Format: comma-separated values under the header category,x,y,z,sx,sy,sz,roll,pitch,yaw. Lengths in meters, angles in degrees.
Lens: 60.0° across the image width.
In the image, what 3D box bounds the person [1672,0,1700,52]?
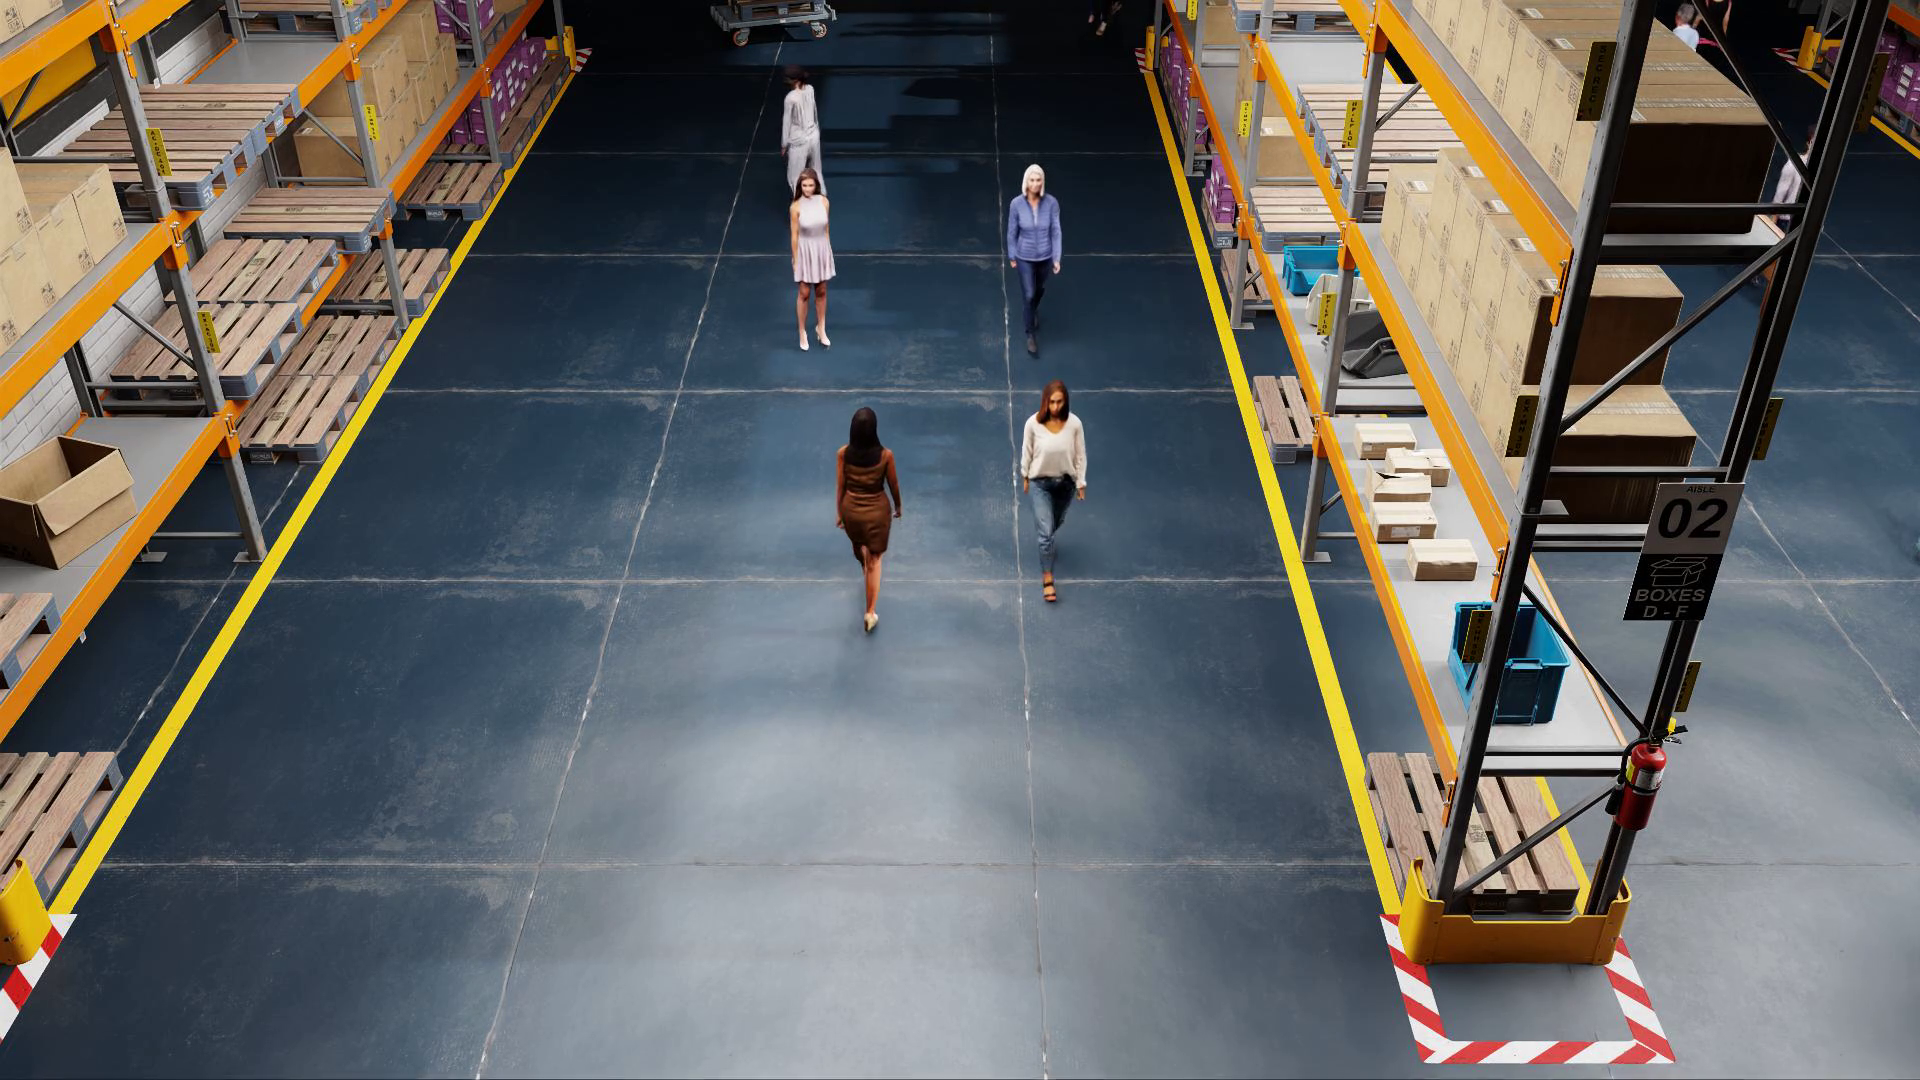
category,x,y,z,sx,sy,sz,roll,pitch,yaw
person,8.349,-5.271,19.367,1.022,1.782,1.284,-14,36,-21

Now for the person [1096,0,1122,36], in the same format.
category,x,y,z,sx,sy,sz,roll,pitch,yaw
person,2.130,-8.185,23.688,1.040,1.852,1.187,24,40,31

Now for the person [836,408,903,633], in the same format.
category,x,y,z,sx,sy,sz,roll,pitch,yaw
person,-0.665,-0.105,11.715,0.660,1.648,1.068,3,34,4

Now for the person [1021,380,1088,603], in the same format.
category,x,y,z,sx,sy,sz,roll,pitch,yaw
person,0.682,-0.453,12.243,0.664,1.645,1.050,-2,34,-3

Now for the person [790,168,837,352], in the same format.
category,x,y,z,sx,sy,sz,roll,pitch,yaw
person,-1.367,-2.595,15.354,0.654,1.768,0.687,-13,36,-19

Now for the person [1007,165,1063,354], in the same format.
category,x,y,z,sx,sy,sz,roll,pitch,yaw
person,0.702,-2.694,15.560,0.720,1.705,1.144,-3,34,-5

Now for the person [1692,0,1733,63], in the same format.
category,x,y,z,sx,sy,sz,roll,pitch,yaw
person,9.613,-6.403,21.314,0.556,1.512,0.988,0,34,0

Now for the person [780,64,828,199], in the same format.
category,x,y,z,sx,sy,sz,roll,pitch,yaw
person,-1.675,-4.246,17.862,0.772,1.740,0.833,-18,38,-25

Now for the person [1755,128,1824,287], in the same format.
category,x,y,z,sx,sy,sz,roll,pitch,yaw
person,8.057,-3.124,16.104,0.782,1.818,1.100,-5,34,-7
